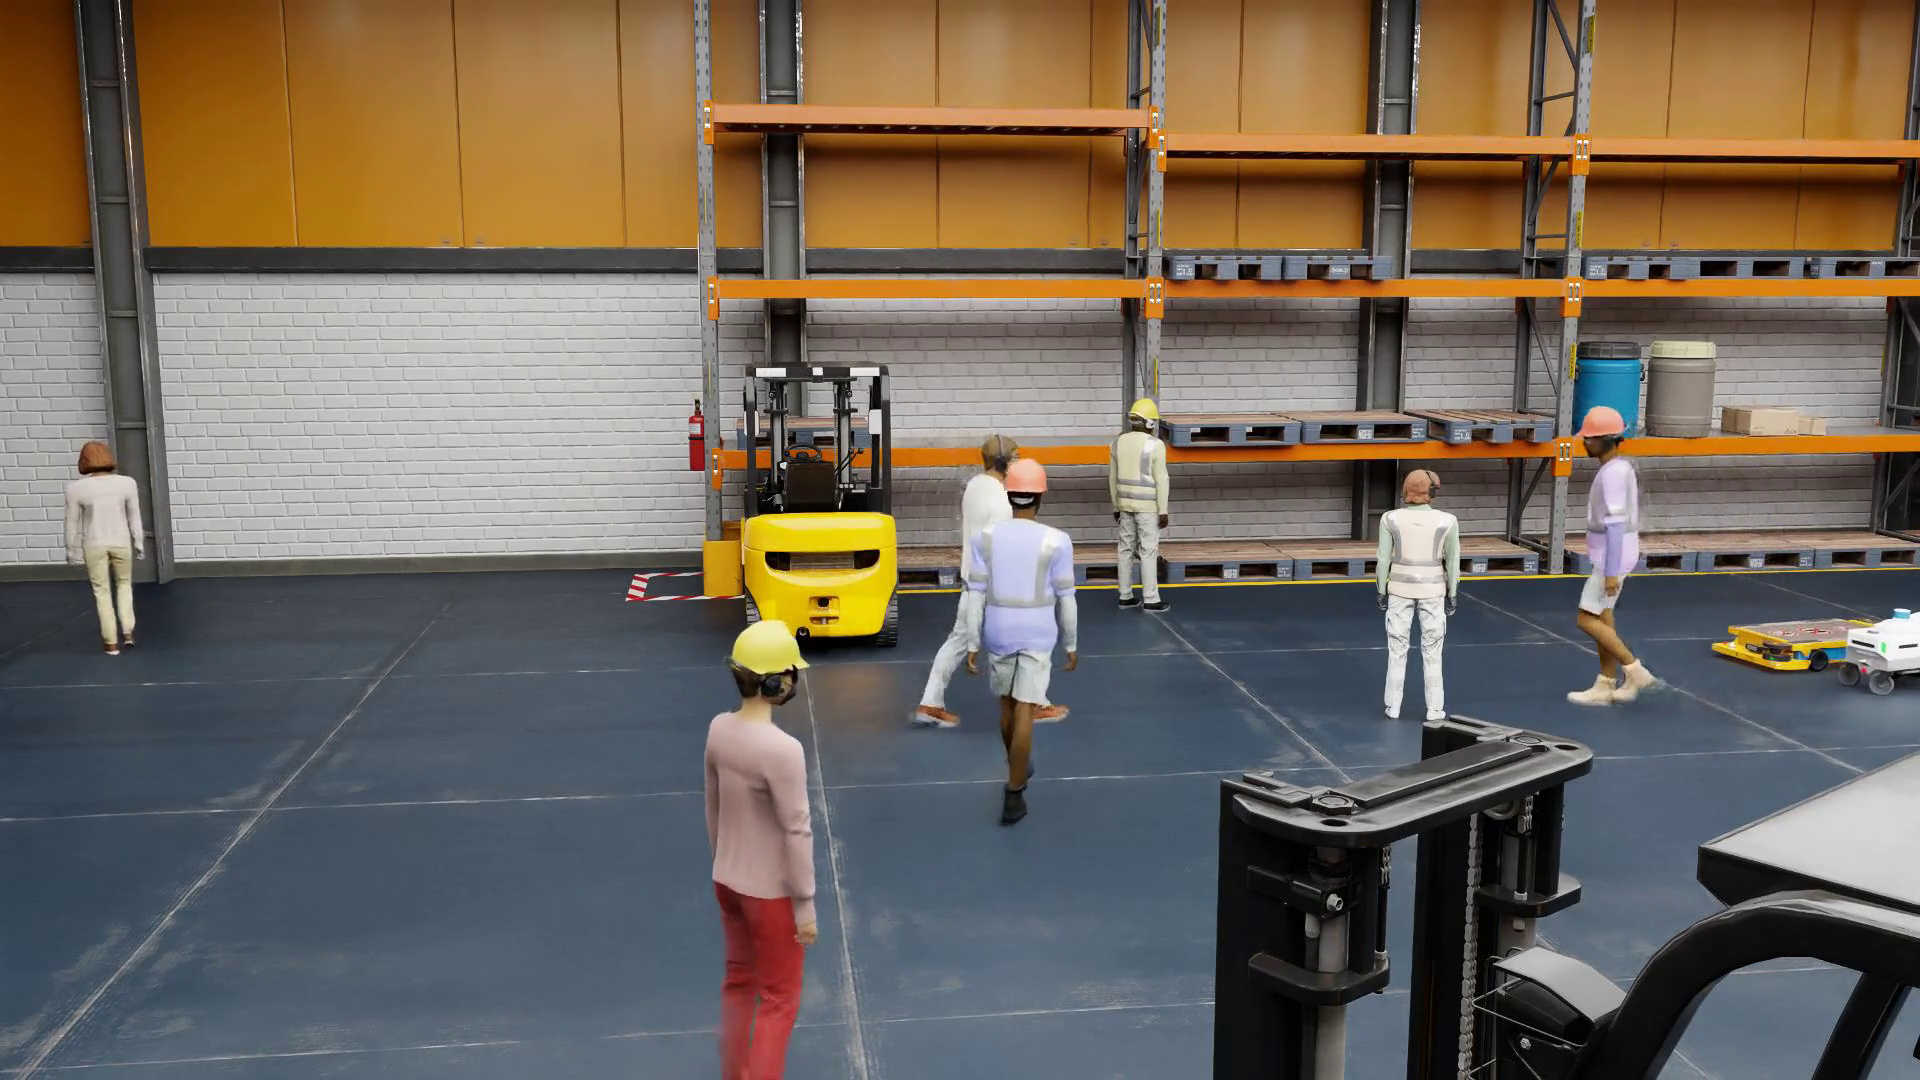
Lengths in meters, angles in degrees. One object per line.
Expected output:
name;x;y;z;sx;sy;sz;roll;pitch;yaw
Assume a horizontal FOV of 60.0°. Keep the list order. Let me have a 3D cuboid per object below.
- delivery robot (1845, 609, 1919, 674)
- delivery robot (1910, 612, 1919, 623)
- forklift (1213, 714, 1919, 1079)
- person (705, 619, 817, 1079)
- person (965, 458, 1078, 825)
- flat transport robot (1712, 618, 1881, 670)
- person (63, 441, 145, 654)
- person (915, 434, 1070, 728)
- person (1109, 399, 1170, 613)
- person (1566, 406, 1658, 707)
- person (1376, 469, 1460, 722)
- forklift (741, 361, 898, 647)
delivery robot;6.520;0.722;11.545;0.707;0.478;0.477;-3;10;-21
delivery robot;7.154;0.676;11.835;0.477;0.478;0.707;-8;12;-40
forklift;1.441;1.425;2.350;1.214;2.155;2.313;-7;12;-39
person;-0.637;1.134;5.503;0.327;1.767;0.534;-7;12;-38
person;0.369;0.506;8.970;0.568;1.901;0.913;3;10;18
flat transport robot;6.452;0.767;12.439;1.431;0.197;0.652;-3;9;-16
person;-6.529;0.052;12.662;0.533;1.618;0.460;-7;11;-37
person;0.169;0.265;10.545;1.014;1.894;0.638;-4;10;-22
person;1.550;-0.292;14.212;0.404;1.827;0.589;-9;13;-43
person;4.284;0.128;10.980;0.512;2.022;0.635;4;10;24
person;2.942;0.362;10.718;0.523;1.636;0.311;3;10;18
forklift;-1.154;-0.340;13.365;1.214;2.155;2.313;-1;9;-7
